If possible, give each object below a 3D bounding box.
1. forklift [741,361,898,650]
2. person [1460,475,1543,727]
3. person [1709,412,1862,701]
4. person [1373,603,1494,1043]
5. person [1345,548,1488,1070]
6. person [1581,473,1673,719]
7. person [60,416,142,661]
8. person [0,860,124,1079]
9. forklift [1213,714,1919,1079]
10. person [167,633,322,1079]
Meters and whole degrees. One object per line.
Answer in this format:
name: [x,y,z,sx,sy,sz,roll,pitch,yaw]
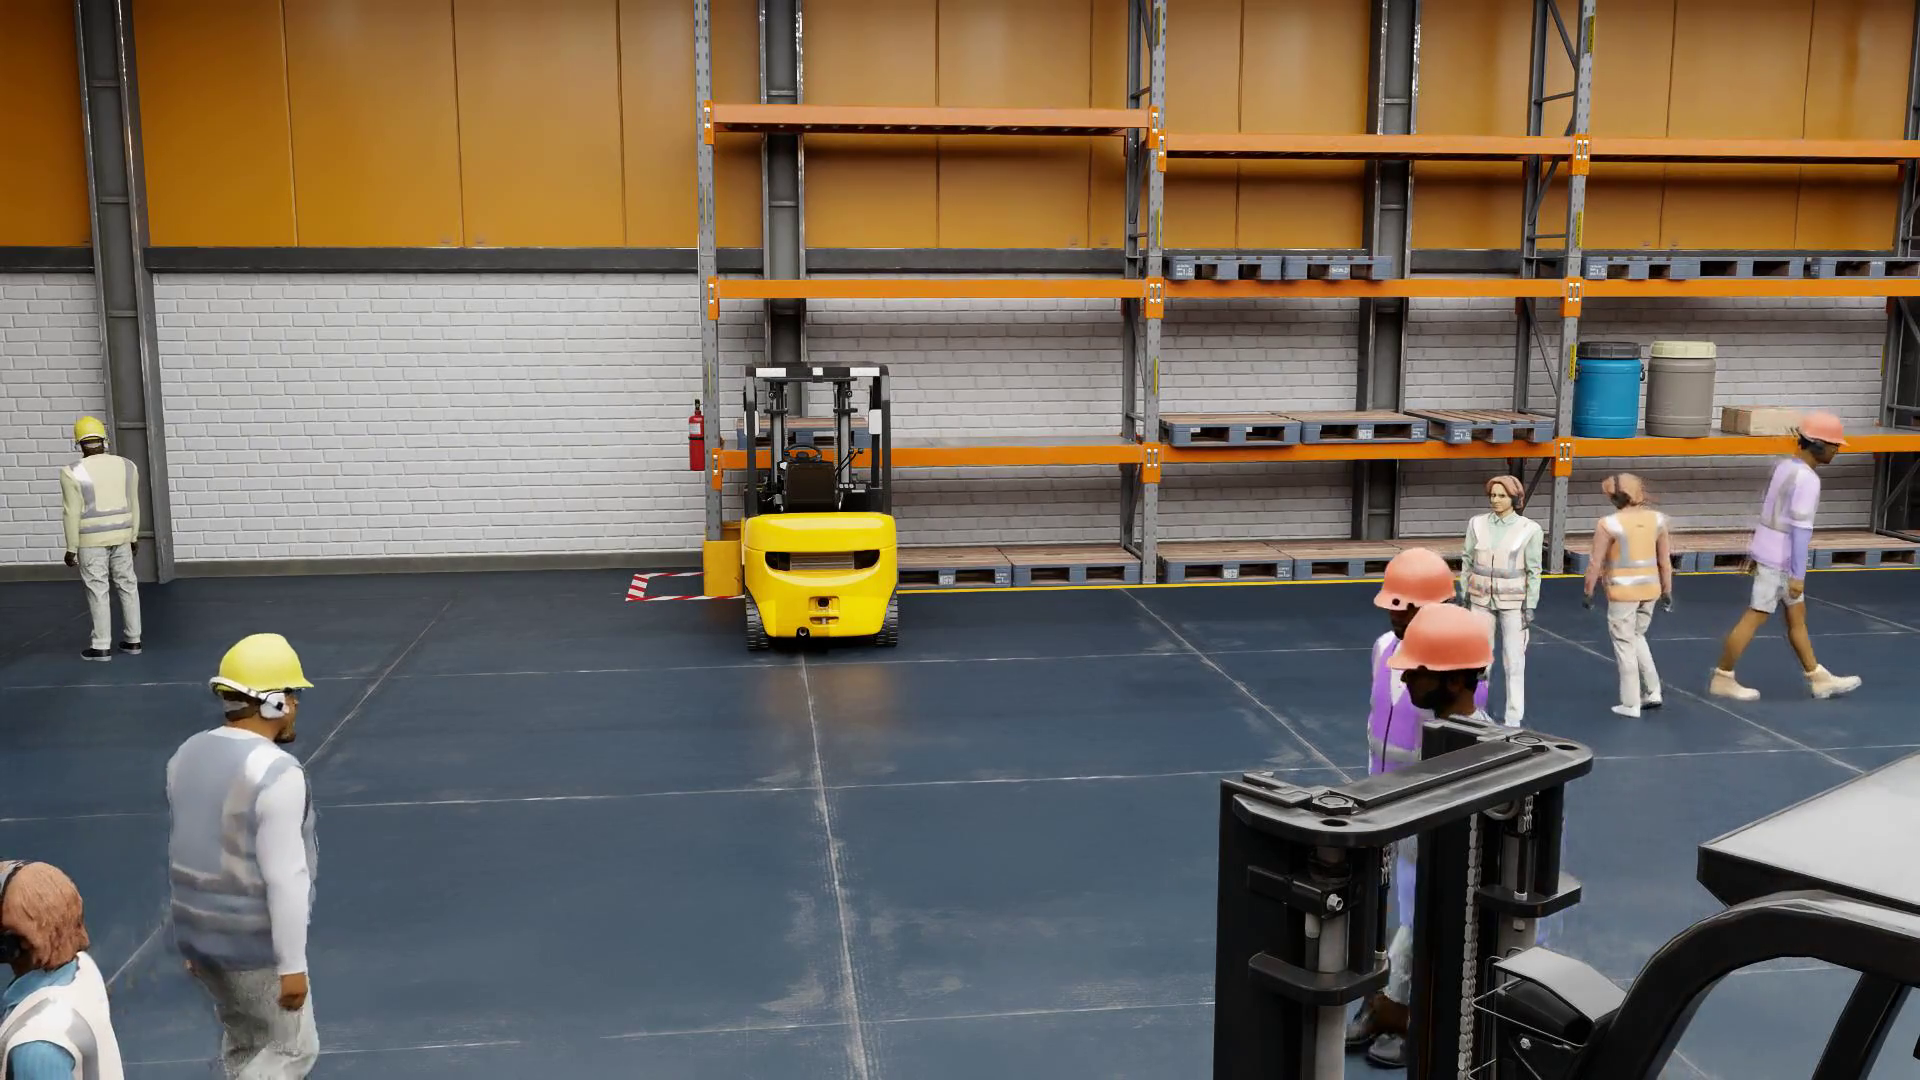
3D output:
forklift: [-1.154,-0.340,13.365,1.214,2.155,2.313,-1,9,-7]
person: [3.382,0.406,10.435,0.514,1.641,0.307,8,12,41]
person: [5.584,0.133,11.132,0.996,1.968,0.632,3,9,16]
person: [1.455,1.134,4.998,0.422,1.922,0.554,2,9,10]
person: [1.573,0.979,5.959,0.491,1.924,0.581,-4,10,-25]
person: [4.324,0.362,10.793,0.545,1.617,0.407,-3,10,-17]
person: [-6.426,-0.009,12.440,0.404,1.828,0.591,6,11,31]
person: [-1.976,1.491,3.677,0.315,1.636,0.515,-4,10,-23]
forklift: [1.441,1.425,2.350,1.214,2.155,2.313,-7,12,-39]
person: [-2.184,1.195,5.021,0.599,1.803,0.617,6,11,32]
